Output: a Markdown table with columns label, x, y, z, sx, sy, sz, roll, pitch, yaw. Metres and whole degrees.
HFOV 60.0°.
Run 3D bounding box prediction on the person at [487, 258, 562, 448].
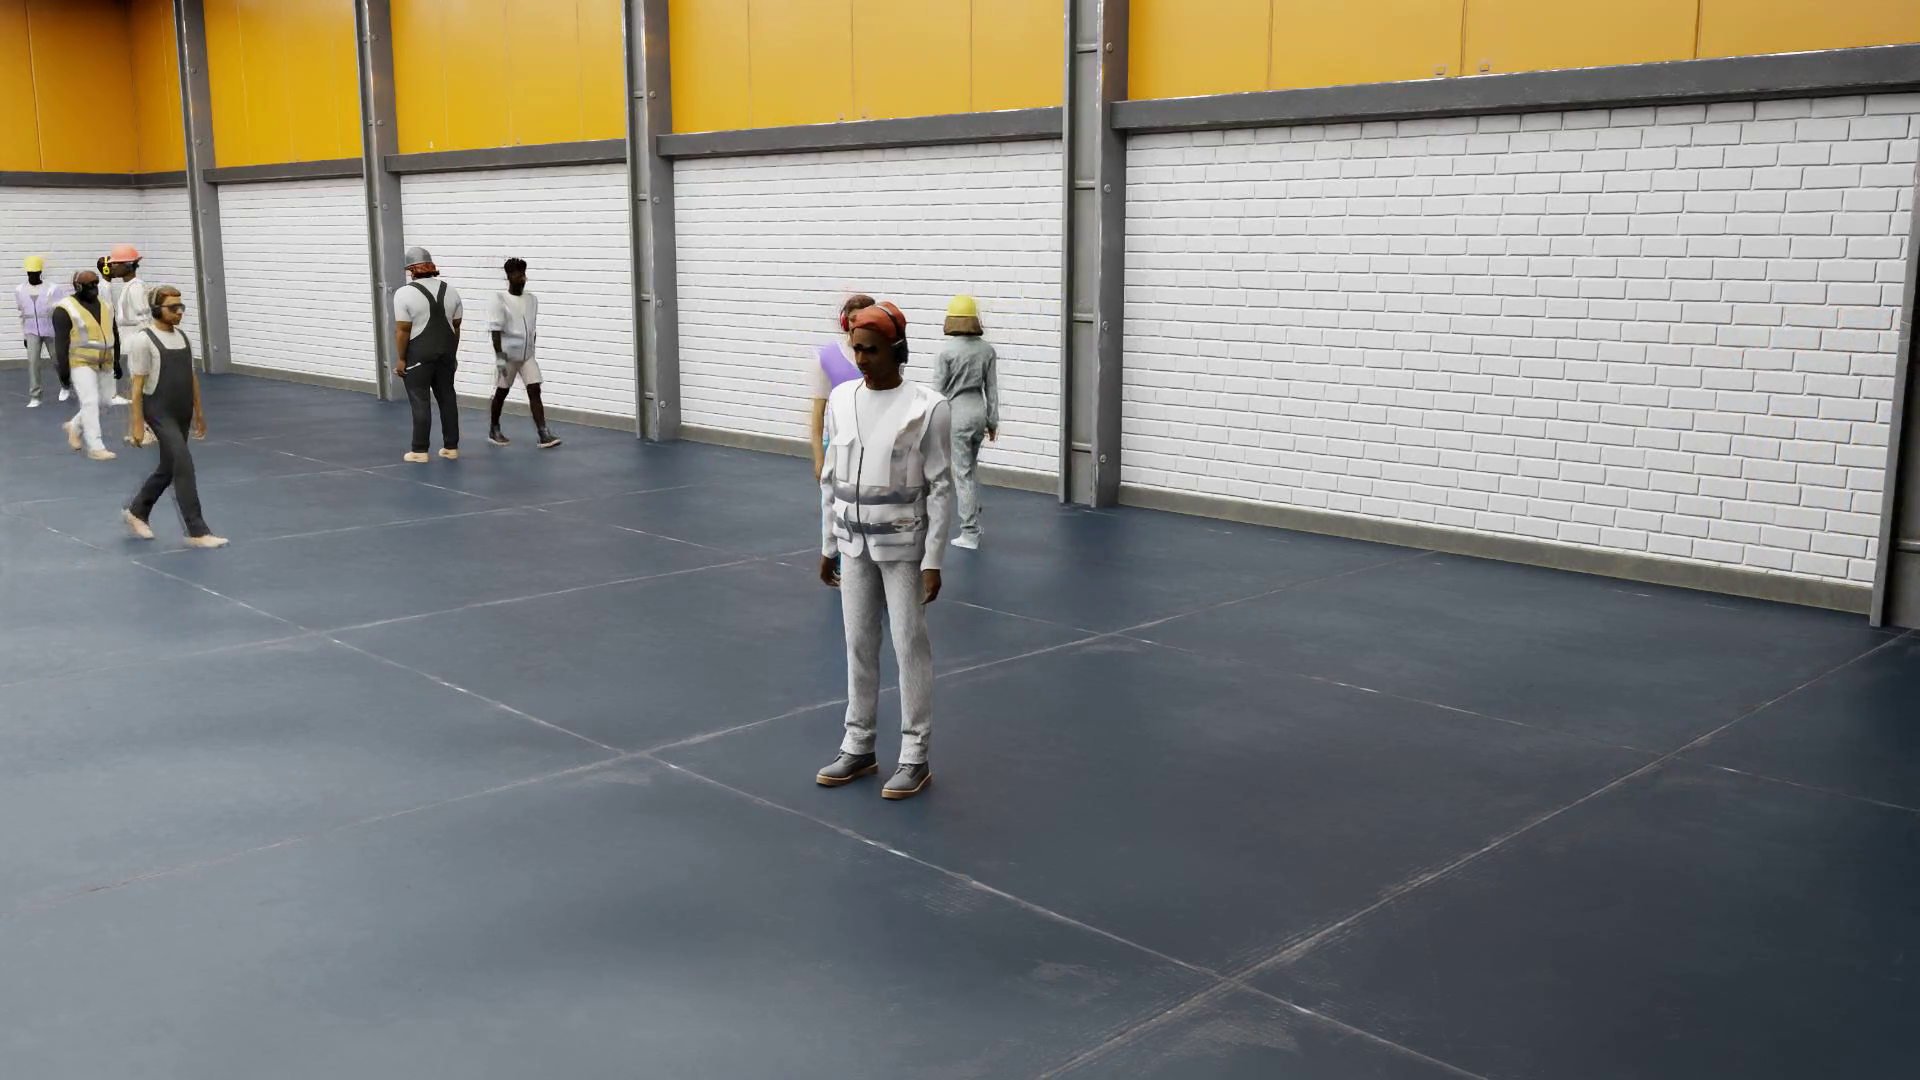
| label | x | y | z | sx | sy | sz | roll | pitch | yaw |
| --- | --- | --- | --- | --- | --- | --- | --- | --- | --- |
| person | -4.473 | -1.879 | 16.762 | 1.022 | 1.909 | 0.619 | 8 | 13 | 39 |

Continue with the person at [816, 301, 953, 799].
| label | x | y | z | sx | sy | sz | roll | pitch | yaw |
| --- | --- | --- | --- | --- | --- | --- | --- | --- | --- |
| person | -0.298 | 0.041 | 6.342 | 0.573 | 1.887 | 0.354 | 7 | 12 | 32 |

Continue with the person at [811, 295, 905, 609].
| label | x | y | z | sx | sy | sz | roll | pitch | yaw |
| --- | --- | --- | --- | --- | --- | --- | --- | --- | --- |
| person | -0.573 | -0.511 | 9.605 | 0.591 | 1.788 | 0.985 | -4 | 11 | -19 |

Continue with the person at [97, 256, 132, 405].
| label | x | y | z | sx | sy | sz | roll | pitch | yaw |
| --- | --- | --- | --- | --- | --- | --- | --- | --- | --- |
| person | -10.740 | -2.644 | 21.034 | 0.310 | 1.868 | 0.533 | -8 | 13 | -36 |

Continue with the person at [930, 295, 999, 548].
| label | x | y | z | sx | sy | sz | roll | pitch | yaw |
| --- | --- | --- | --- | --- | --- | --- | --- | --- | --- |
| person | -0.003 | -0.810 | 11.429 | 0.491 | 1.726 | 0.540 | -8 | 13 | -38 |

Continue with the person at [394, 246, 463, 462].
| label | x | y | z | sx | sy | sz | roll | pitch | yaw |
| --- | --- | --- | --- | --- | --- | --- | --- | --- | --- |
| person | -5.081 | -1.764 | 15.764 | 0.537 | 2.000 | 0.680 | 8 | 13 | 39 |

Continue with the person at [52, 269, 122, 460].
| label | x | y | z | sx | sy | sz | roll | pitch | yaw |
| --- | --- | --- | --- | --- | --- | --- | --- | --- | --- |
| person | -8.415 | -1.685 | 15.954 | 0.724 | 1.819 | 0.634 | 4 | 11 | 22 |

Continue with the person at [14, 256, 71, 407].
| label | x | y | z | sx | sy | sz | roll | pitch | yaw |
| --- | --- | --- | --- | --- | --- | --- | --- | --- | --- |
| person | -11.594 | -2.644 | 21.059 | 0.580 | 1.896 | 0.925 | -2 | 11 | -11 |

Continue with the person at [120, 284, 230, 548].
| label | x | y | z | sx | sy | sz | roll | pitch | yaw |
| --- | --- | --- | --- | --- | --- | --- | --- | --- | --- |
| person | -5.492 | -0.849 | 11.433 | 0.918 | 1.814 | 0.527 | 3 | 11 | 14 |

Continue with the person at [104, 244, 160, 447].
| label | x | y | z | sx | sy | sz | roll | pitch | yaw |
| --- | --- | --- | --- | --- | --- | --- | --- | --- | --- |
| person | -8.378 | -1.965 | 16.856 | 0.391 | 2.040 | 0.614 | -7 | 12 | -32 |
